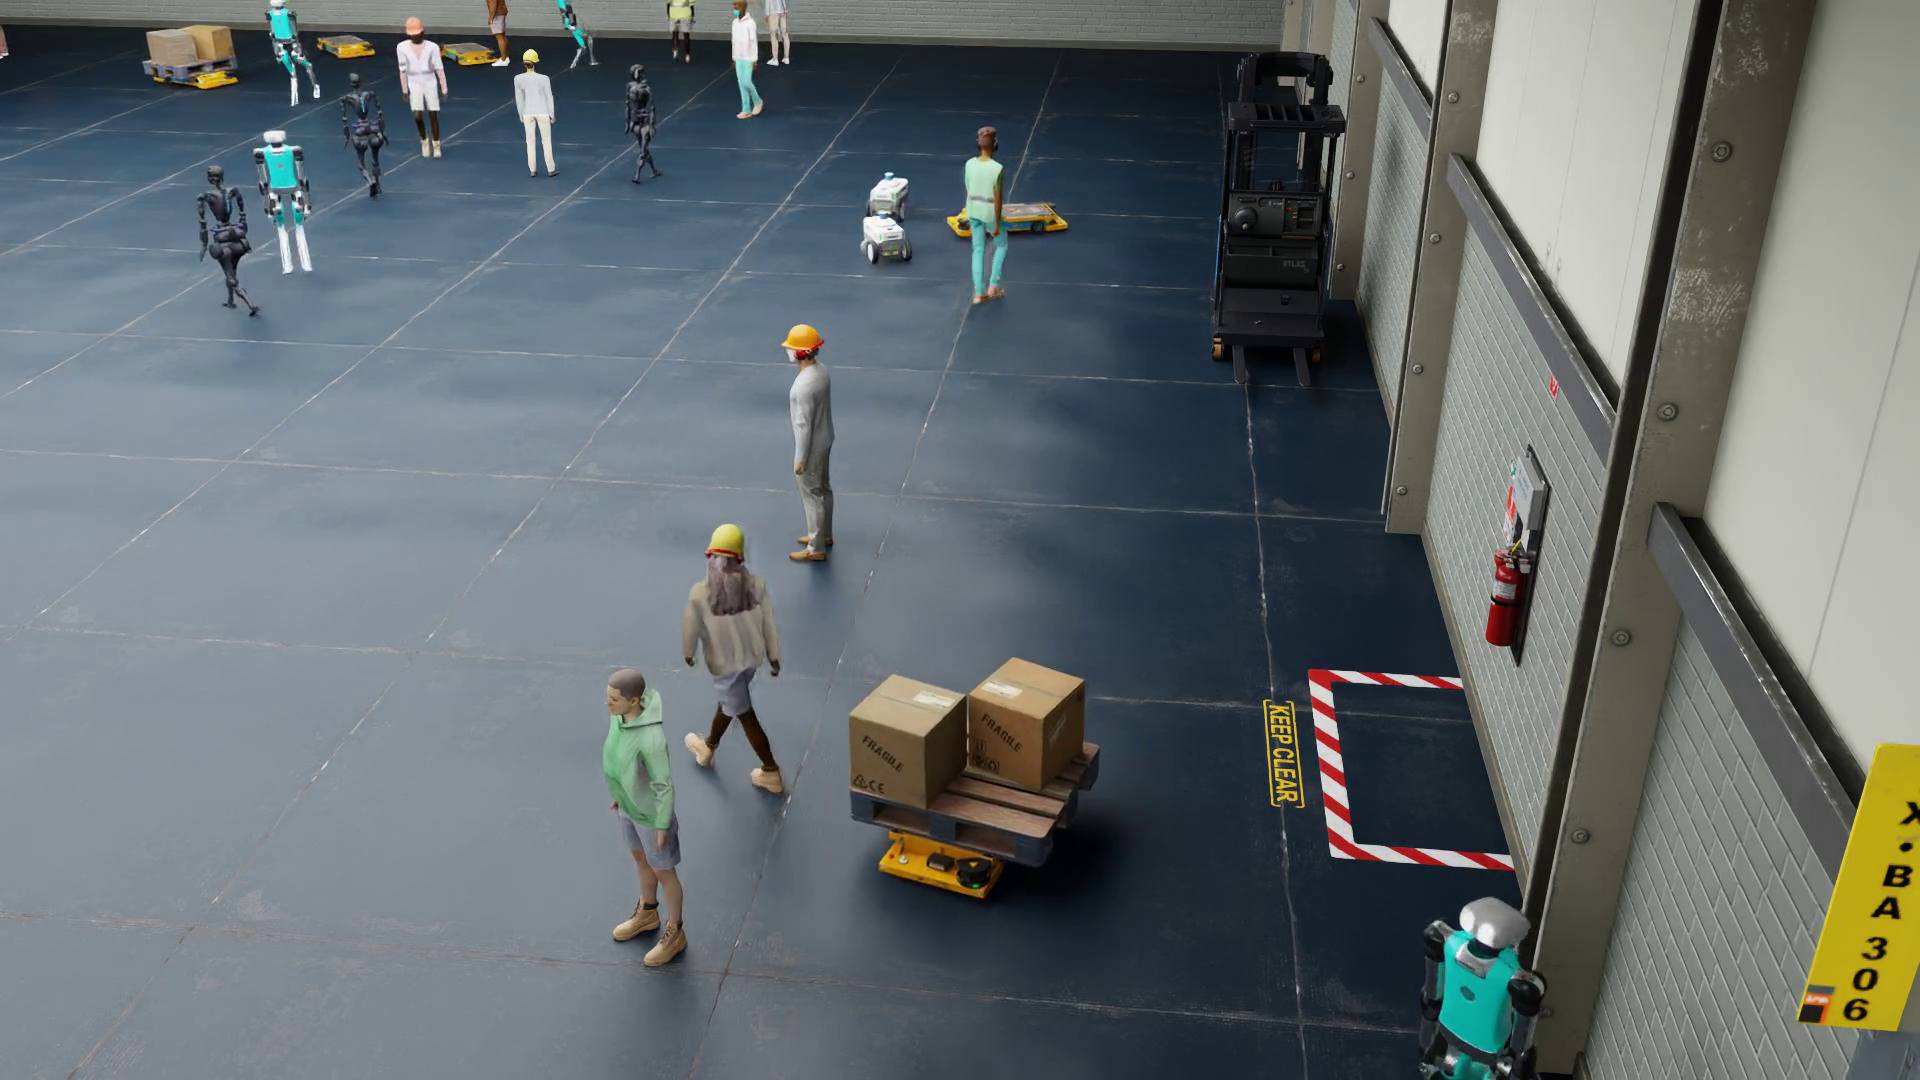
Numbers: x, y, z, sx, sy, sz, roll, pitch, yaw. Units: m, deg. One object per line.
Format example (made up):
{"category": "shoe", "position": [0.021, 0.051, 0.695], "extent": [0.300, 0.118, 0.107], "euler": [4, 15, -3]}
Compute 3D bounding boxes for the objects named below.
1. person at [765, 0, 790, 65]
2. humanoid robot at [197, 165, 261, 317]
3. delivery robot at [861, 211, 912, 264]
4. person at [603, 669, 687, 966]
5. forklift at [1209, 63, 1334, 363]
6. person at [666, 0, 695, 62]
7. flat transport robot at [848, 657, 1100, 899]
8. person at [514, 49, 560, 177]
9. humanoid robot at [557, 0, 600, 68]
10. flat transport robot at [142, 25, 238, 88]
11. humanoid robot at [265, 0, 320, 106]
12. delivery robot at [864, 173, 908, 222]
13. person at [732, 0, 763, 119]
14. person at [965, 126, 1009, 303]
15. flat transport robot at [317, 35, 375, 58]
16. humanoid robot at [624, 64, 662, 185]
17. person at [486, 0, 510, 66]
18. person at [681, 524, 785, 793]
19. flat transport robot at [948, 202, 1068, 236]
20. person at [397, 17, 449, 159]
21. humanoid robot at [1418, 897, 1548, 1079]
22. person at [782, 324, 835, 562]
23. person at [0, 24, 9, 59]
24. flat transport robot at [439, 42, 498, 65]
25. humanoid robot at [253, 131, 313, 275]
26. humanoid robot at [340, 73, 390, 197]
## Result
{"category": "person", "position": [-3.388, -9.787, 30.885], "extent": [0.500, 1.876, 0.400], "euler": [-17, 31, -30]}
{"category": "humanoid robot", "position": [-7.983, -3.254, 18.147], "extent": [0.787, 1.648, 0.591], "euler": [16, 31, 29]}
{"category": "delivery robot", "position": [-0.921, -3.666, 20.152], "extent": [0.525, 0.608, 0.779], "euler": [-9, 28, -17]}
{"category": "person", "position": [-1.642, 1.423, 8.651], "extent": [0.336, 1.743, 0.475], "euler": [-21, 33, -35]}
{"category": "forklift", "position": [3.241, -3.477, 17.183], "extent": [1.129, 2.768, 1.873], "euler": [3, 27, 6]}
{"category": "person", "position": [-5.205, -9.793, 31.097], "extent": [0.552, 1.683, 0.401], "euler": [3, 27, 5]}
{"category": "flat transport robot", "position": [0.115, 1.595, 9.955], "extent": [0.659, 0.231, 1.431], "euler": [11, 29, 21]}
{"category": "person", "position": [-5.973, -6.009, 23.464], "extent": [0.531, 1.768, 0.309], "euler": [1, 27, 1]}
{"category": "humanoid robot", "position": [-6.990, -9.589, 30.719], "extent": [0.917, 1.787, 0.531], "euler": [-15, 30, -27]}
{"category": "flat transport robot", "position": [-13.624, -8.255, 29.618], "extent": [1.431, 0.231, 0.659], "euler": [15, 30, 27]}
{"category": "humanoid robot", "position": [-11.158, -8.256, 28.016], "extent": [0.534, 1.770, 0.975], "euler": [4, 27, 8]}
{"category": "delivery robot", "position": [-0.929, -4.507, 21.794], "extent": [0.499, 0.575, 0.754], "euler": [6, 27, 12]}
{"category": "person", "position": [-3.481, -7.750, 26.791], "extent": [0.513, 1.899, 0.436], "euler": [20, 33, 34]}
{"category": "person", "position": [0.301, -3.608, 18.453], "extent": [0.498, 1.962, 0.531], "euler": [13, 29, 24]}
{"category": "flat transport robot", "position": [-11.916, -9.565, 32.232], "extent": [0.659, 0.231, 1.431], "euler": [-18, 32, -32]}
{"category": "humanoid robot", "position": [-4.472, -5.807, 23.205], "extent": [0.612, 1.623, 0.775], "euler": [19, 32, 33]}
{"category": "person", "position": [-8.584, -9.768, 30.866], "extent": [0.393, 1.855, 0.791], "euler": [-1, 27, -2]}
{"category": "person", "position": [-1.393, 0.707, 10.113], "extent": [0.496, 1.701, 0.821], "euler": [-21, 33, -36]}
{"category": "flat transport robot", "position": [0.608, -4.111, 21.345], "extent": [1.431, 0.231, 0.659], "euler": [-6, 27, -12]}
{"category": "person", "position": [-7.843, -6.604, 24.366], "extent": [0.645, 2.019, 0.549], "euler": [-8, 28, -15]}
{"category": "humanoid robot", "position": [2.287, 2.203, 7.102], "extent": [0.738, 1.788, 0.543], "euler": [-21, 33, -35]}
{"category": "person", "position": [-1.156, -0.749, 12.836], "extent": [0.379, 1.893, 0.572], "euler": [4, 27, 8]}
{"category": "person", "position": [-18.415, -10.055, 31.390], "extent": [0.402, 1.905, 0.641], "euler": [-1, 27, -2]}
{"category": "flat transport robot", "position": [-9.342, -9.229, 31.563], "extent": [0.659, 0.231, 1.431], "euler": [-17, 31, -30]}
{"category": "humanoid robot", "position": [-7.780, -3.927, 19.228], "extent": [0.535, 1.692, 0.742], "euler": [-10, 28, -19]}
{"category": "humanoid robot", "position": [-8.023, -5.485, 22.524], "extent": [0.600, 1.634, 0.561], "euler": [-17, 31, -30]}
